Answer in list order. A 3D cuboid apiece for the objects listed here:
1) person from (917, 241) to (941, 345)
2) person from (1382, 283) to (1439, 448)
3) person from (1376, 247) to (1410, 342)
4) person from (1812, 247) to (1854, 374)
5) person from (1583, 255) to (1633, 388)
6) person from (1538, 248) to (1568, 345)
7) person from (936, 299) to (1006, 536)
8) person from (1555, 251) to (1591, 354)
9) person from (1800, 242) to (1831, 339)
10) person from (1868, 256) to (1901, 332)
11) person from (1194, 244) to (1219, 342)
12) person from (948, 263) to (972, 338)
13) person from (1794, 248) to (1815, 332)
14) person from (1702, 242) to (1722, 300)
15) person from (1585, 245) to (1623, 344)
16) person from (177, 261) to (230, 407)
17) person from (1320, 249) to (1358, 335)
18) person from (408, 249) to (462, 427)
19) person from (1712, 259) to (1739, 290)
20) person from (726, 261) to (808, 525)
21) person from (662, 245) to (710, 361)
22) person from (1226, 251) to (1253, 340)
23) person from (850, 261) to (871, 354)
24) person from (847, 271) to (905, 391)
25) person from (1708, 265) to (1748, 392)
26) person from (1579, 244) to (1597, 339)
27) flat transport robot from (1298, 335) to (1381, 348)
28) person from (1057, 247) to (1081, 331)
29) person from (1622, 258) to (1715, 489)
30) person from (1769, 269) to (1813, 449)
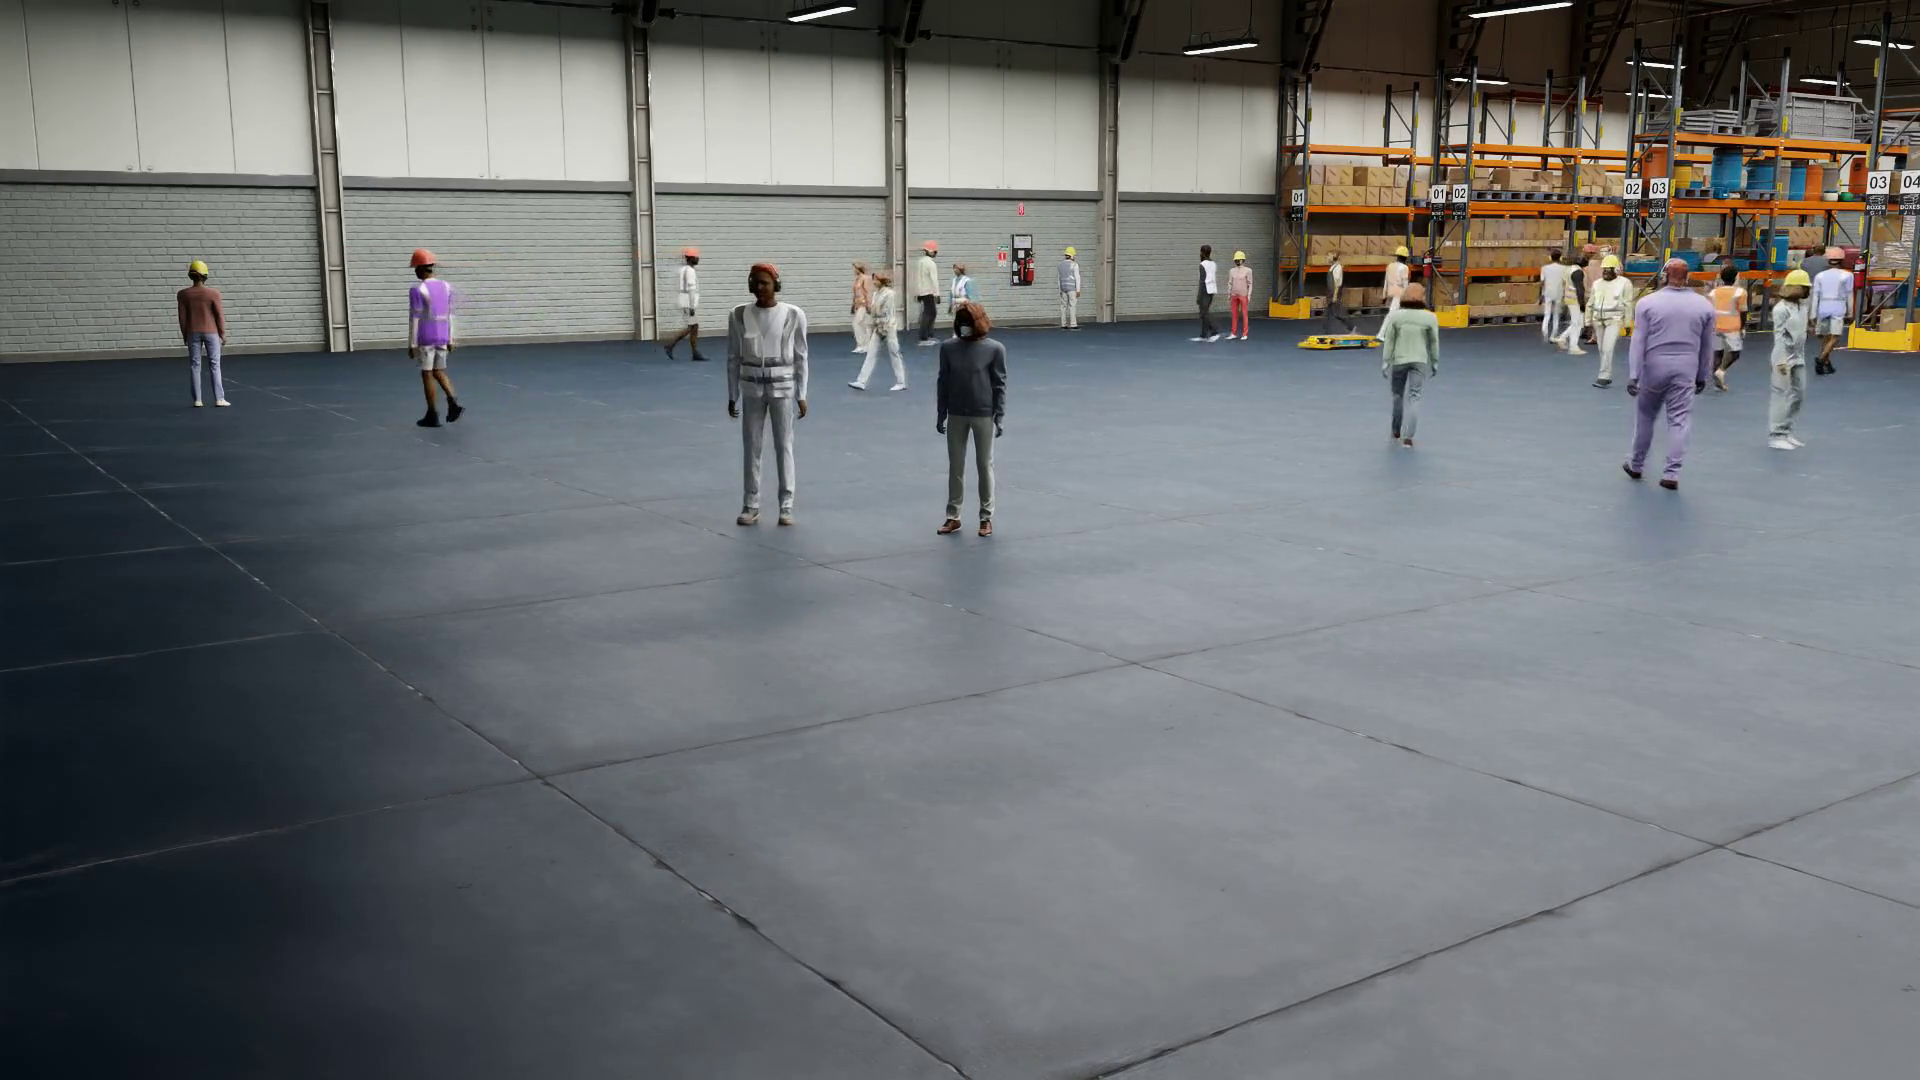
[{"bbox_3d":[-0.522,-4.676,31.565,0.659,1.972,0.663,-4,11,-23],"label":"person"},{"bbox_3d":[4.465,-1.735,16.480,0.531,1.589,0.825,3,11,15],"label":"person"},{"bbox_3d":[8.559,-4.814,32.642,0.991,1.874,0.594,-5,11,-25],"label":"person"},{"bbox_3d":[12.961,-3.402,24.777,0.830,1.910,0.547,-8,13,-38],"label":"person"},{"bbox_3d":[8.766,-2.965,22.667,0.798,1.800,0.618,-8,13,-36],"label":"person"},{"bbox_3d":[11.217,-4.591,31.480,0.520,1.845,0.648,5,11,24],"label":"person"},{"bbox_3d":[0.072,-0.841,11.483,0.498,1.633,0.280,4,11,20],"label":"person"},{"bbox_3d":[10.825,-4.162,29.208,0.453,1.817,0.627,3,11,17],"label":"person"},{"bbox_3d":[17.276,-5.026,33.590,0.635,1.937,0.353,10,14,42],"label":"person"},{"bbox_3d":[18.696,-5.083,33.617,0.612,2.041,0.394,9,13,39],"label":"person"},{"bbox_3d":[4.854,-4.842,32.740,0.508,1.936,0.616,6,12,30],"label":"person"},{"bbox_3d":[0.050,-4.189,29.945,0.851,1.601,0.533,-7,13,-35],"label":"person"},{"bbox_3d":[18.149,-5.346,35.649,0.708,1.824,0.637,-6,12,-29],"label":"person"},{"bbox_3d":[18.591,-6.427,41.316,0.672,1.925,0.649,-3,11,-16],"label":"person"},{"bbox_3d":[12.255,-4.660,31.673,0.409,1.907,0.651,-7,12,-33],"label":"person"},{"bbox_3d":[-9.150,-2.481,20.113,0.525,1.769,0.313,-1,10,-7],"label":"person"},{"bbox_3d":[7.531,-4.887,33.165,0.798,1.823,0.520,-2,11,-10],"label":"person"},{"bbox_3d":[-5.707,-2.170,17.957,0.449,1.926,0.576,6,12,29],"label":"person"},{"bbox_3d":[15.549,-4.921,33.943,0.815,1.597,0.500,-5,11,-24],"label":"person"},{"bbox_3d":[-1.380,-1.043,11.906,0.584,1.882,0.337,1,10,4],"label":"person"},{"bbox_3d":[-4.540,-3.893,27.445,0.728,1.922,0.553,-4,11,-19],"label":"person"},{"bbox_3d":[5.592,-4.885,33.293,0.530,1.767,0.328,9,13,39],"label":"person"},{"bbox_3d":[-1.790,-4.081,29.257,0.563,1.616,0.548,-4,11,-22],"label":"person"},{"bbox_3d":[-1.073,-2.766,22.131,0.842,1.595,0.529,-7,13,-35],"label":"person"},{"bbox_3d":[10.091,-2.786,21.981,0.495,1.682,0.548,-8,13,-38],"label":"person"},{"bbox_3d":[12.611,-4.971,33.359,0.555,1.923,0.534,-4,11,-23],"label":"person"},{"bbox_3d":[7.038,-3.687,30.822,1.431,0.197,0.652,-6,12,-28],"label":"flat transport robot"},{"bbox_3d":[2.424,-5.530,36.642,0.590,1.833,0.404,9,14,41],"label":"person"},{"bbox_3d":[5.868,-1.393,13.849,0.676,1.867,0.939,2,10,9],"label":"person"},{"bbox_3d":[8.093,-1.755,16.206,0.514,1.743,0.312,-6,12,-31],"label":"person"}]
